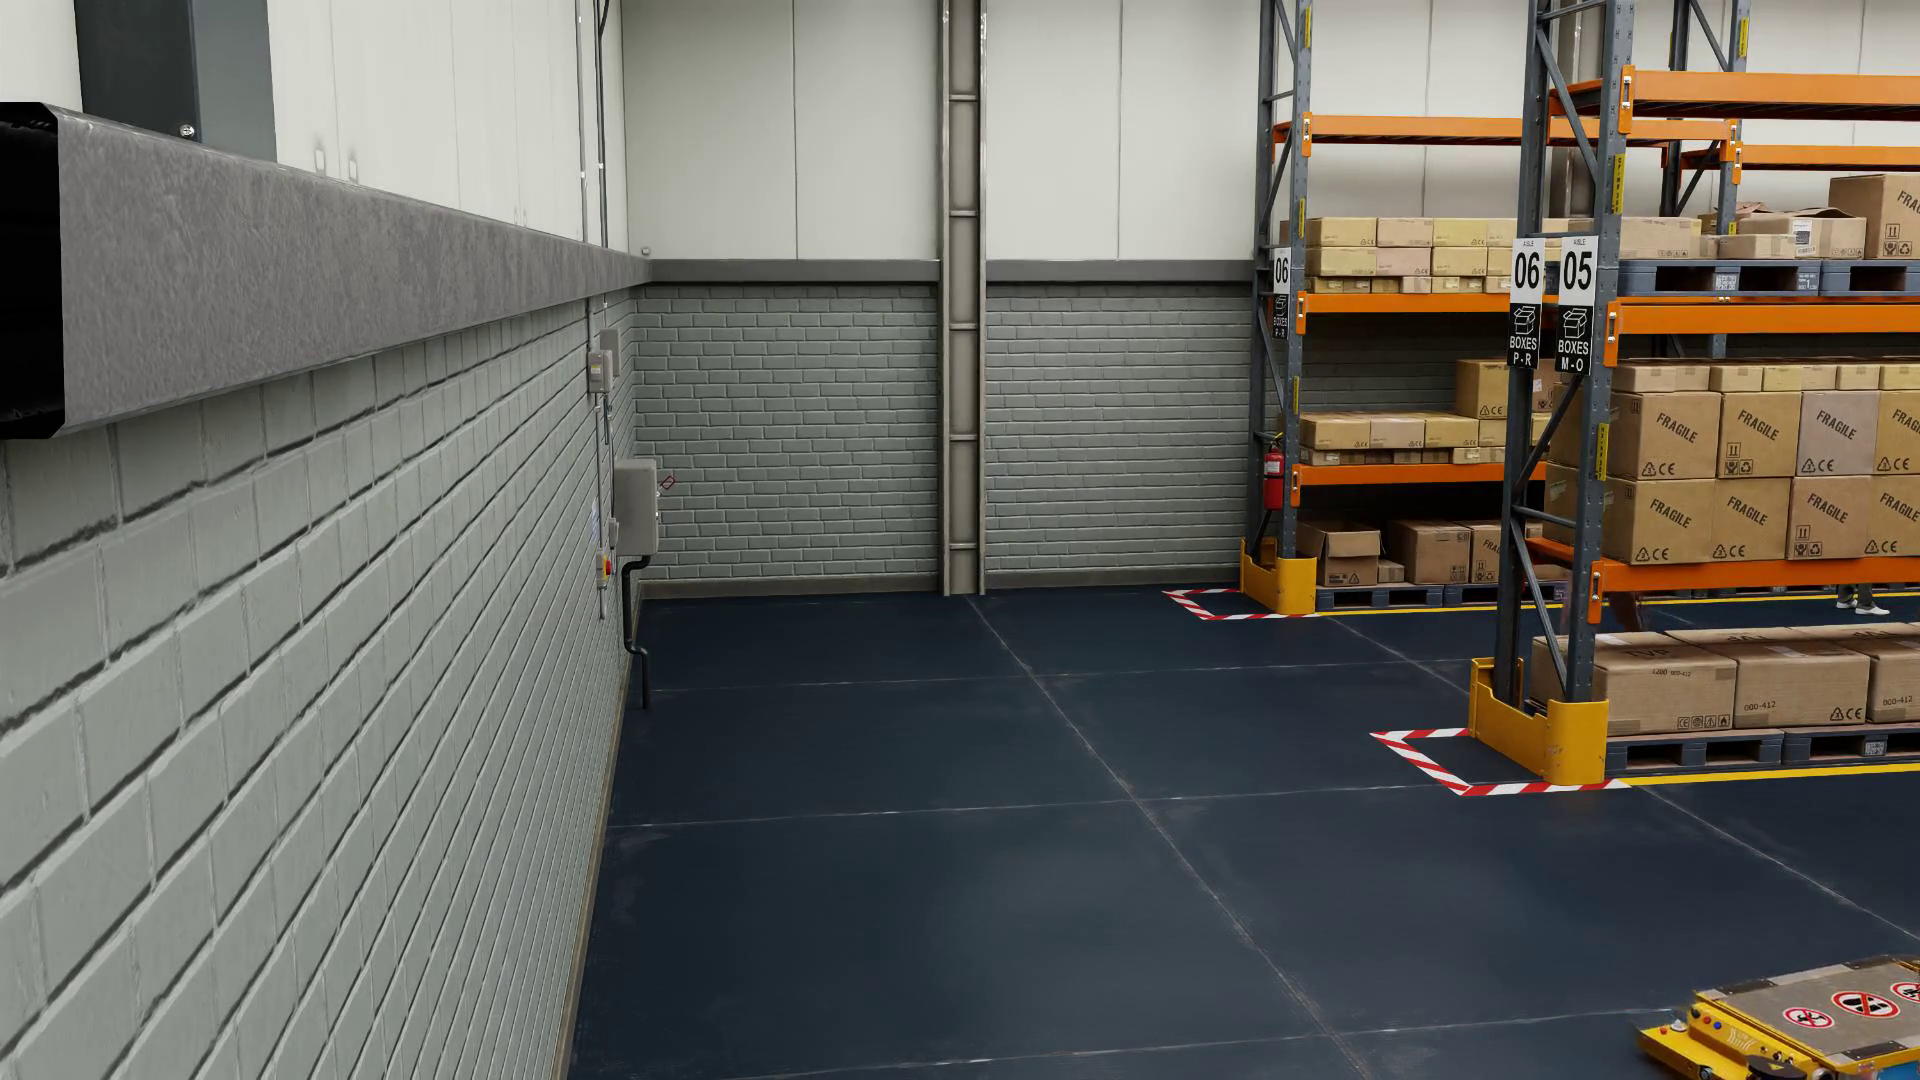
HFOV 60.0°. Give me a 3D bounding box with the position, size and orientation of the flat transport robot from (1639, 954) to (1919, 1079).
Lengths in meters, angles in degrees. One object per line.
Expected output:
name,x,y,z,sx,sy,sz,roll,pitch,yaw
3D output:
flat transport robot,3.396,1.879,6.351,1.431,0.197,0.652,-4,10,-21

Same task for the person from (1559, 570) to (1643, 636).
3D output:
person,4.706,0.152,12.162,1.009,1.857,0.633,-5,11,-29

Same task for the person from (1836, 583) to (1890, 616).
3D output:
person,8.039,-0.293,14.685,0.392,1.920,0.585,-1,9,-8
